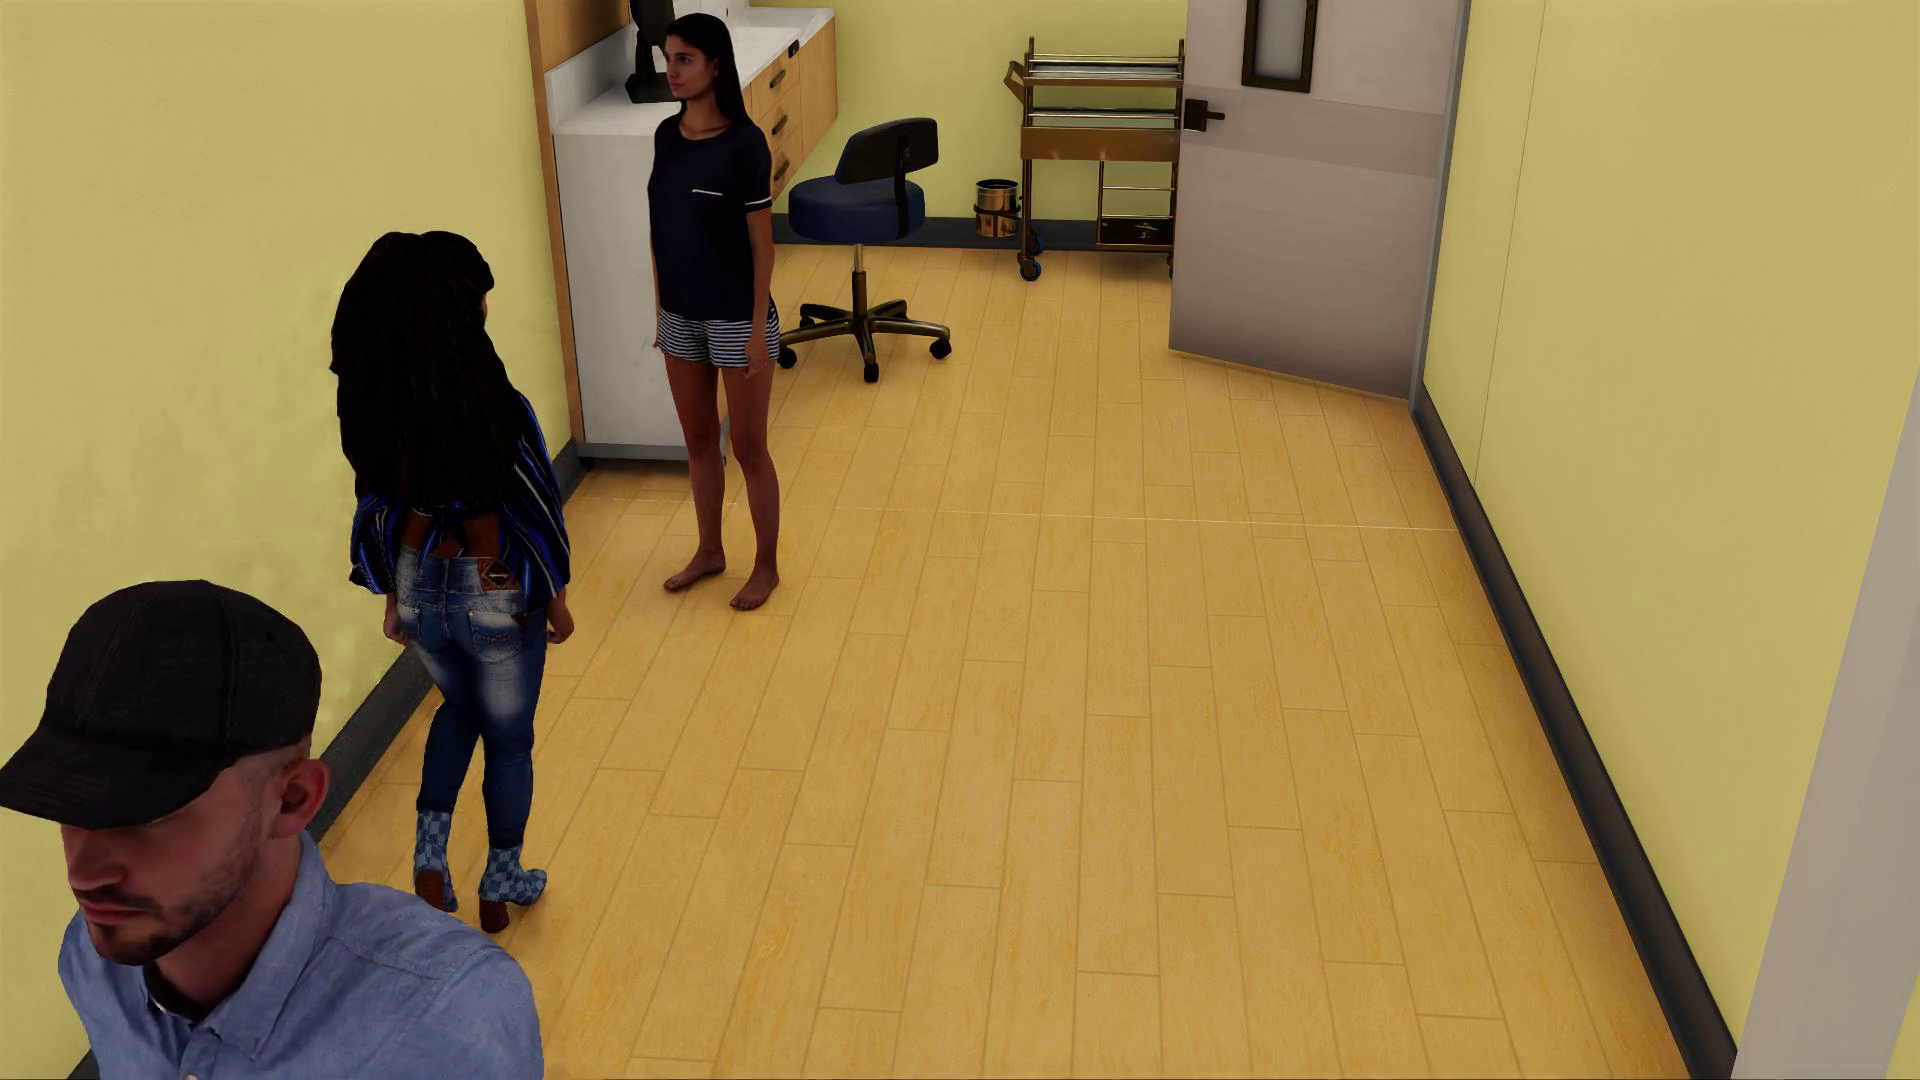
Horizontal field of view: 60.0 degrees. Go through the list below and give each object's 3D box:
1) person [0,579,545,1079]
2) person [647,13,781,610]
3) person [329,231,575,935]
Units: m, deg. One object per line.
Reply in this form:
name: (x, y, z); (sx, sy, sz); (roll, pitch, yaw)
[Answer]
person: (-0.527, 0.866, 1.720); (1.134, 1.839, 0.879); (7, 27, 14)
person: (-0.719, -0.654, 4.956); (0.589, 1.767, 0.706); (14, 29, 27)
person: (-1.038, 0.172, 3.419); (0.654, 1.614, 0.734); (7, 27, 14)
